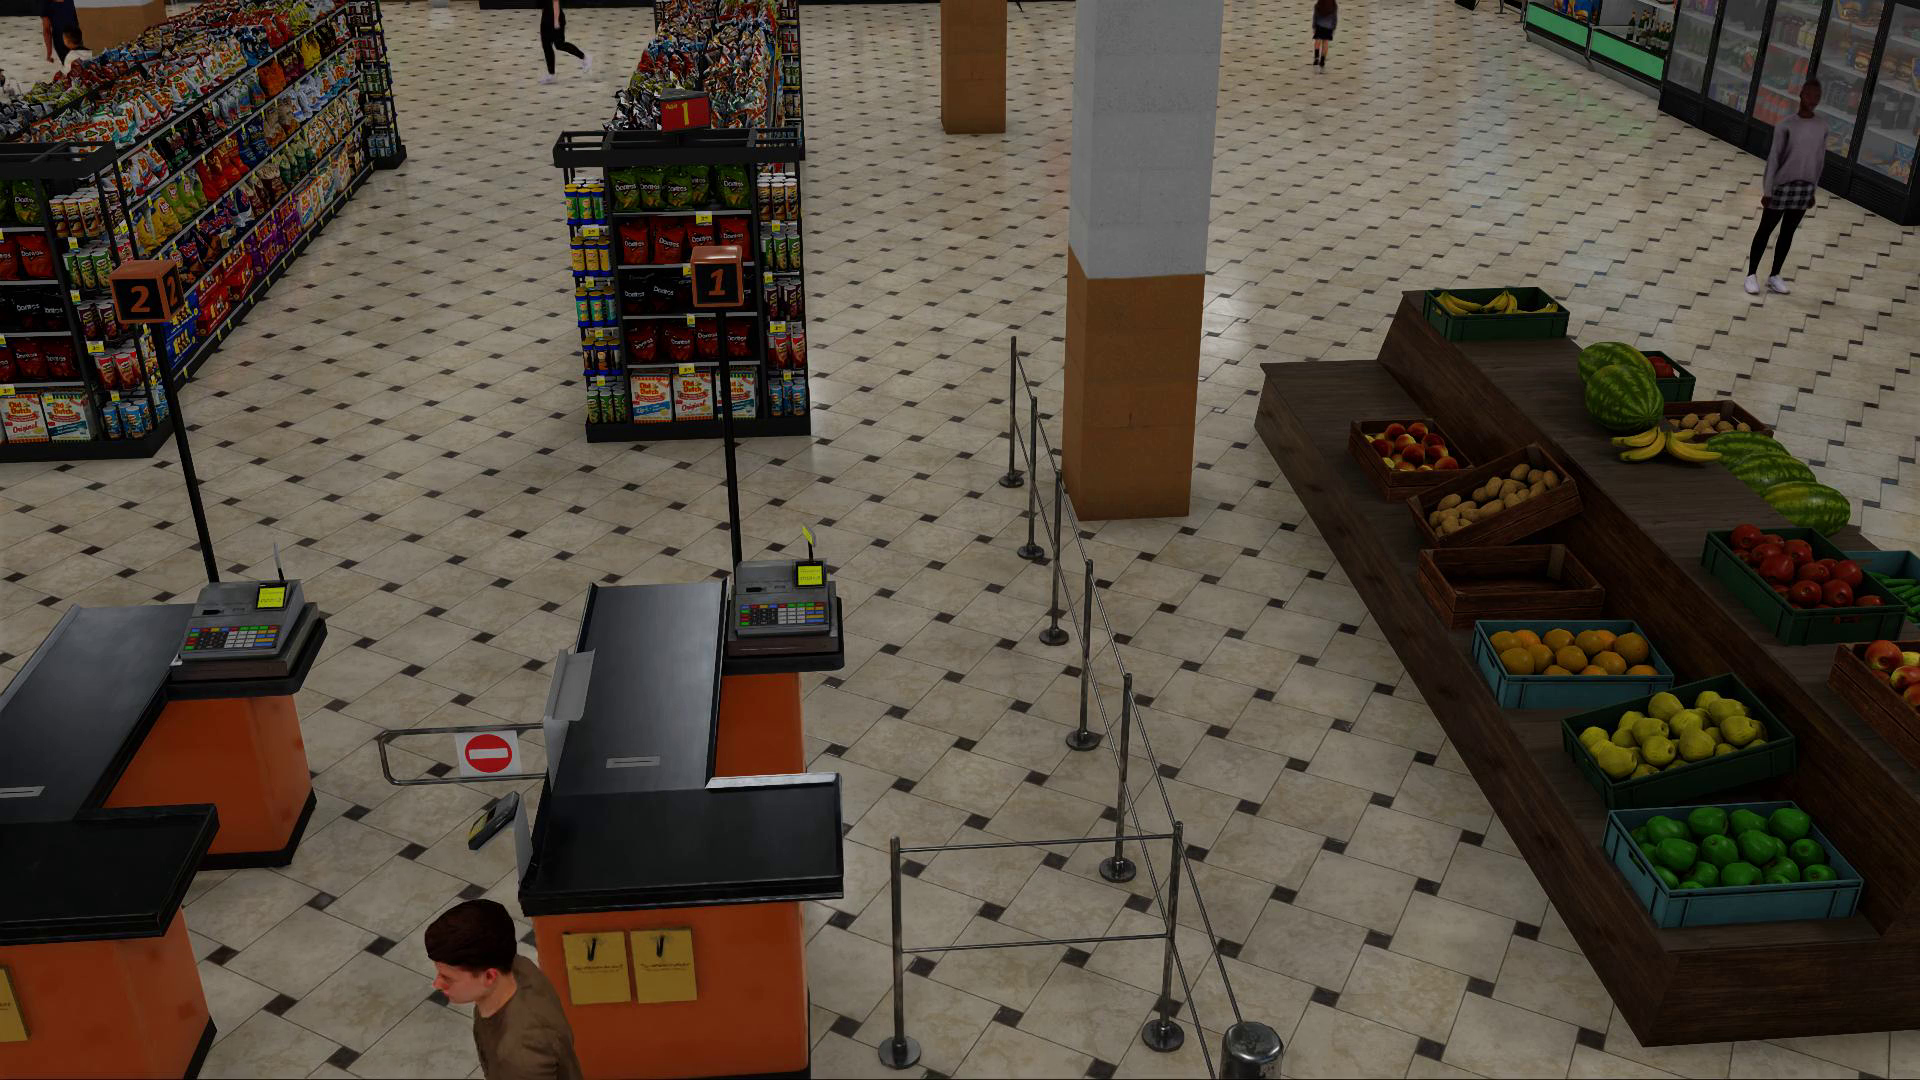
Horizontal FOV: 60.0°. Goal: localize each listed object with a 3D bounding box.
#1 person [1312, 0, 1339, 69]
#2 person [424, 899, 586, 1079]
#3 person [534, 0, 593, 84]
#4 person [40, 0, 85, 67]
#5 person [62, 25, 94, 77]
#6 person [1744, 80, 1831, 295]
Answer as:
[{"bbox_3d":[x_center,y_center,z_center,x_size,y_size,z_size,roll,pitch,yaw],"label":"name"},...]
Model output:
[{"bbox_3d":[4.936,-6.954,22.530,0.563,1.101,0.621,8,28,16],"label":"person"},{"bbox_3d":[-1.046,1.699,4.689,1.061,1.805,1.188,-14,30,-26],"label":"person"},{"bbox_3d":[-5.207,-6.756,21.567,0.928,1.619,1.017,-14,30,-26],"label":"person"},{"bbox_3d":[-10.345,-5.741,19.416,0.719,1.754,1.030,-5,27,-10],"label":"person"},{"bbox_3d":[-9.259,-4.744,17.829,0.652,1.411,0.880,-2,27,-5],"label":"person"},{"bbox_3d":[6.917,-2.941,13.875,0.620,1.771,0.516,-1,27,-2],"label":"person"}]
